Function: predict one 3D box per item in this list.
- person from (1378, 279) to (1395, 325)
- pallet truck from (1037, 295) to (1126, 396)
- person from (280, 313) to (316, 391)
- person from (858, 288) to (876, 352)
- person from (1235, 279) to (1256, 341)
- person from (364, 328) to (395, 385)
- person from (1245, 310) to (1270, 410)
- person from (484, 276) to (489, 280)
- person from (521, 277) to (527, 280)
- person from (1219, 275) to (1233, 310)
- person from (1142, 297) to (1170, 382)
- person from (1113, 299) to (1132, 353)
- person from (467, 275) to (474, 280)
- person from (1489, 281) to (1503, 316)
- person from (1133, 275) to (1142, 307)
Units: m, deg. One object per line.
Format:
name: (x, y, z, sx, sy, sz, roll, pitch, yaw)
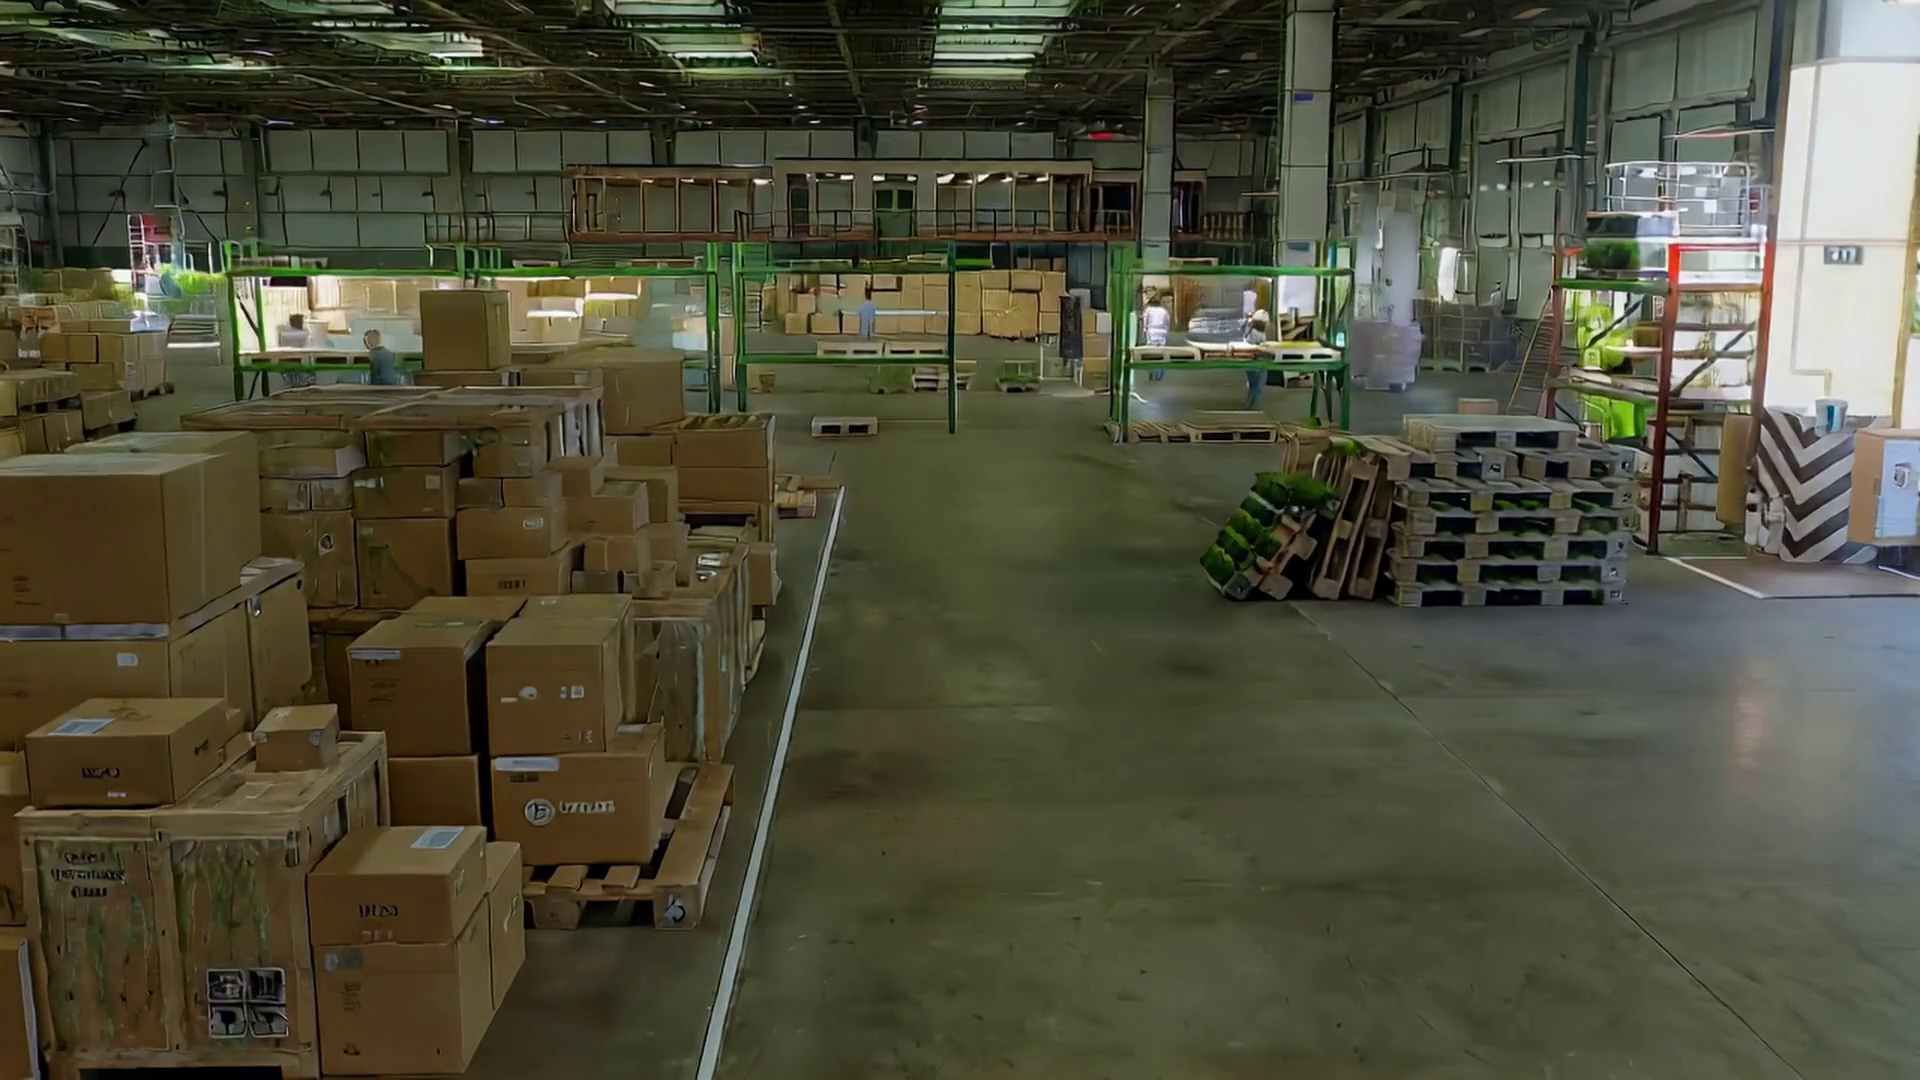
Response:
person: (14.471, -7.971, 56.451, 0.653, 1.784, 0.934, -9, 14, -42)
pallet truck: (2.483, -3.881, 33.060, 1.885, 1.965, 0.823, -7, 13, -36)
person: (-10.998, -2.832, 27.640, 0.544, 1.857, 0.342, -3, 11, -19)
person: (-2.388, -5.530, 42.635, 0.528, 1.858, 0.443, -7, 12, -34)
person: (8.774, -6.998, 50.719, 0.961, 1.904, 0.555, -8, 13, -38)
person: (-7.755, -1.932, 22.524, 1.016, 1.901, 0.627, -2, 10, -9)
person: (4.844, -2.787, 27.199, 0.388, 1.919, 0.587, 1, 10, 7)
person: (-15.324, -7.648, 54.175, 0.644, 1.951, 0.539, 9, 13, 40)
person: (-15.763, -8.635, 60.191, 0.326, 1.767, 0.533, -6, 12, -30)
person: (10.930, -10.238, 68.558, 0.621, 1.969, 0.771, -5, 11, -26)
person: (4.223, -4.344, 36.085, 0.626, 1.842, 0.429, -5, 11, -24)
person: (3.380, -4.143, 34.682, 0.369, 1.940, 0.631, 8, 13, 38)
person: (-20.323, -10.218, 68.787, 0.513, 1.844, 0.328, -2, 10, -10)
person: (15.039, -6.301, 46.746, 0.383, 1.923, 0.590, 0, 10, 2)
person: (7.263, -10.209, 68.686, 0.587, 1.863, 0.691, -2, 10, -14)
